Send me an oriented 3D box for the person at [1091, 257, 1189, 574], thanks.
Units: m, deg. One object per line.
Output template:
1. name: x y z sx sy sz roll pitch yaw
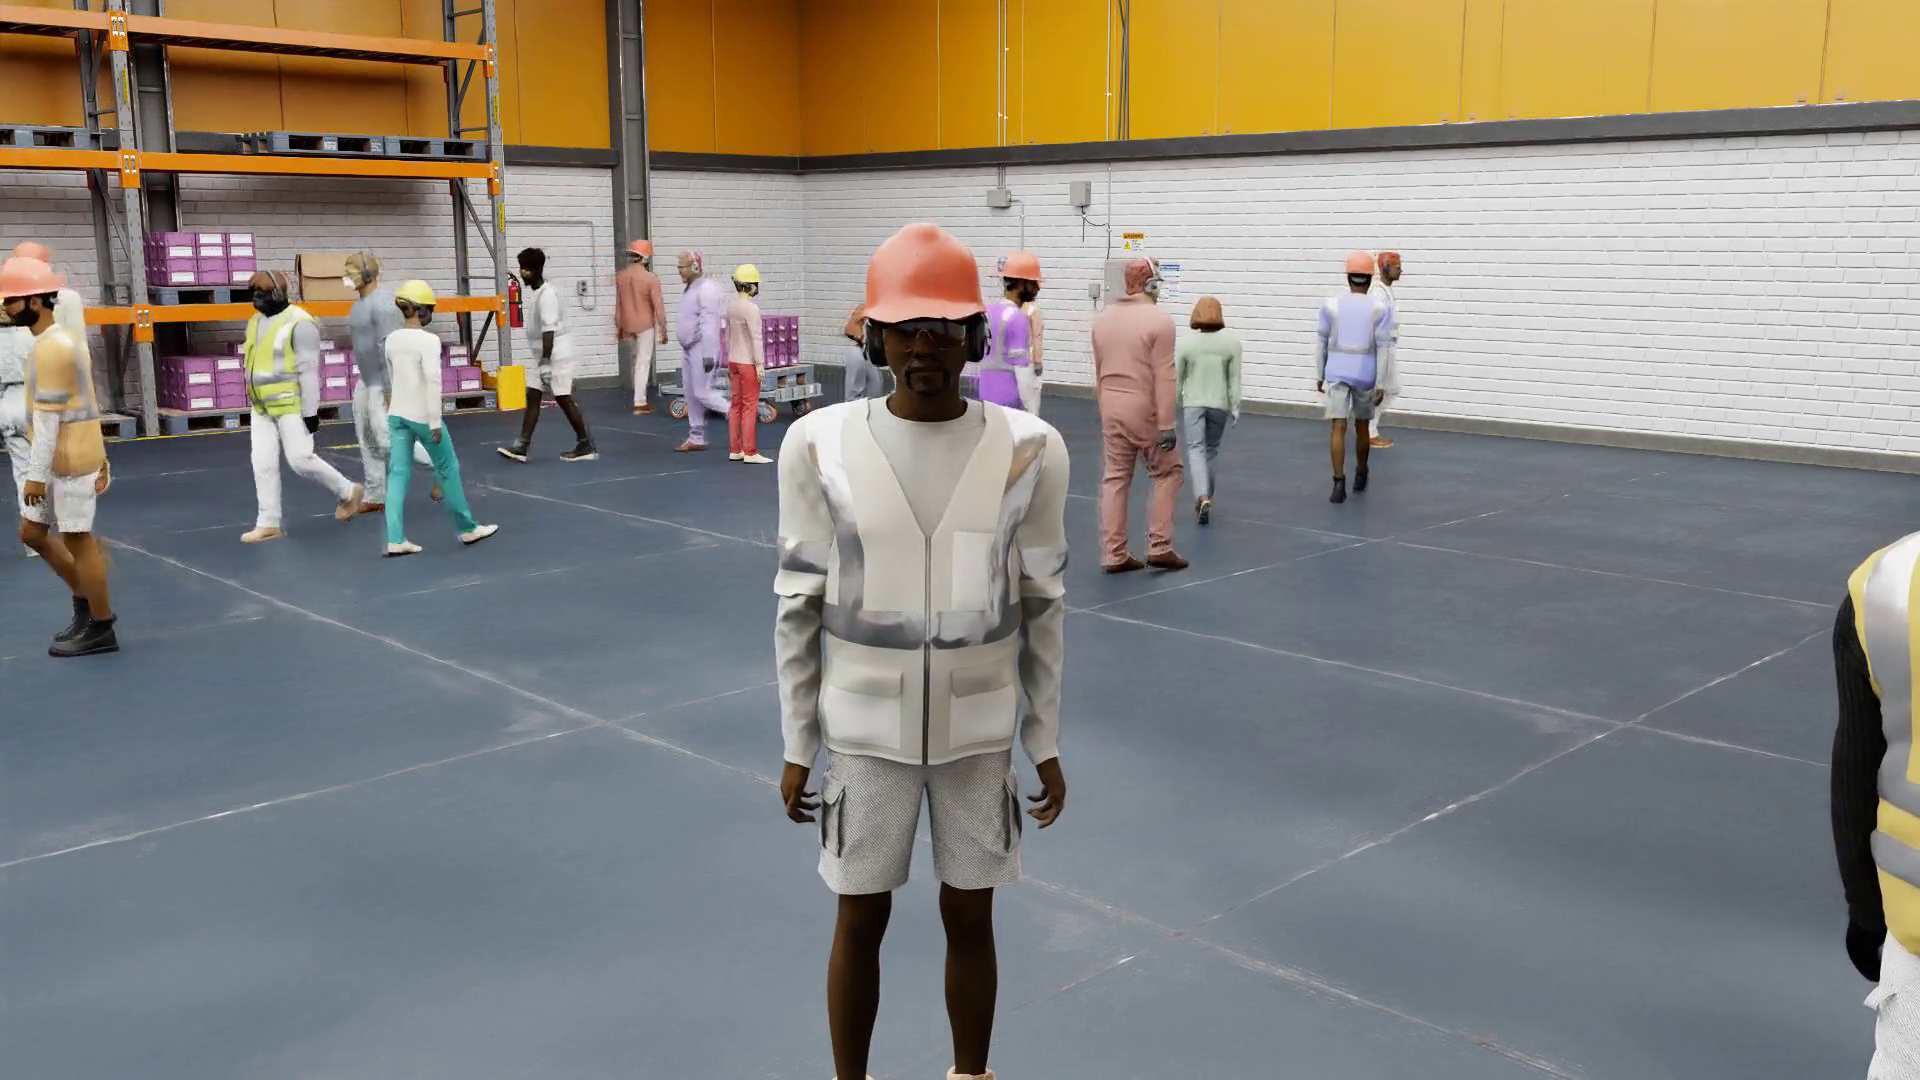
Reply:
1. person: 1.133 -0.742 9.988 0.657 1.887 0.673 -9 14 -41

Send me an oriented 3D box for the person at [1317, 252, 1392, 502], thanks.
1. person: 3.049 -1.273 12.904 0.555 1.882 0.979 3 11 15

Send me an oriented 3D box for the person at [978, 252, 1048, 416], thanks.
1. person: 0.332 -0.916 10.890 0.468 1.913 0.619 -3 11 -18

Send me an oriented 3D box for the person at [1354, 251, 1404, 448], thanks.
1. person: 4.027 -1.798 15.815 0.407 1.867 0.600 4 11 22

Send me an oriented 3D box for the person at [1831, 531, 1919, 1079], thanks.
1. person: 1.683 0.640 2.603 0.429 1.843 0.621 -6 12 -31

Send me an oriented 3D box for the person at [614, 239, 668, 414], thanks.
1. person: -3.590 -2.429 18.969 0.630 1.970 0.615 6 12 31

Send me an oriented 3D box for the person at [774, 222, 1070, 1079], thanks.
1. person: -0.073 0.389 3.410 0.605 2.045 0.381 -1 10 -6

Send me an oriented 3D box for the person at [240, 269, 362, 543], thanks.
1. person: -4.469 -0.907 11.155 0.632 1.808 0.775 6 12 31

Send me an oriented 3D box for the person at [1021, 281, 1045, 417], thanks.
1. person: 0.583 -1.741 16.200 0.552 1.625 0.528 -6 12 -28

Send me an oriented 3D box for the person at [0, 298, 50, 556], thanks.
1. person: -5.877 -0.756 10.510 0.517 1.718 0.370 2 11 9

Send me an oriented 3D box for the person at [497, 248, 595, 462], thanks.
1. person: -3.690 -1.614 14.700 0.944 1.905 0.630 -6 12 -28

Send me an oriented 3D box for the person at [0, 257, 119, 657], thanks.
1. person: -4.298 -0.373 7.912 0.446 1.916 0.537 -6 12 -31

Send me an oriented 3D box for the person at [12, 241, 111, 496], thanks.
1. person: -6.717 -1.216 12.343 0.643 1.979 0.607 1 10 7

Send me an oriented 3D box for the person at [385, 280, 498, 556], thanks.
1. person: -3.391 -0.787 10.654 0.557 1.726 0.840 7 12 32

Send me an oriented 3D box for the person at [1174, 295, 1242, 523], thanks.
1. person: 1.751 -0.937 11.848 0.505 1.608 0.765 0 10 -3

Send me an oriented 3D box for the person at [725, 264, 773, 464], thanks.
1. person: -1.886 -1.559 14.794 0.311 1.768 0.533 -7 13 -35

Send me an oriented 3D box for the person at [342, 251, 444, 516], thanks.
1. person: -4.107 -1.127 12.057 0.719 1.920 0.640 -8 13 -37

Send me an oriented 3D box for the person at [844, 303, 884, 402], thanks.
1. person: -0.480 -0.606 9.977 0.557 1.613 0.523 1 10 3

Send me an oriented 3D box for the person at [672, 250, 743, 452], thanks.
1. person: -2.357 -1.753 15.547 0.640 1.883 0.673 -5 12 -27

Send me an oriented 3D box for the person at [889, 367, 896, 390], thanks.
1. person: -0.312 -1.291 12.993 0.634 1.899 1.013 5 12 26
